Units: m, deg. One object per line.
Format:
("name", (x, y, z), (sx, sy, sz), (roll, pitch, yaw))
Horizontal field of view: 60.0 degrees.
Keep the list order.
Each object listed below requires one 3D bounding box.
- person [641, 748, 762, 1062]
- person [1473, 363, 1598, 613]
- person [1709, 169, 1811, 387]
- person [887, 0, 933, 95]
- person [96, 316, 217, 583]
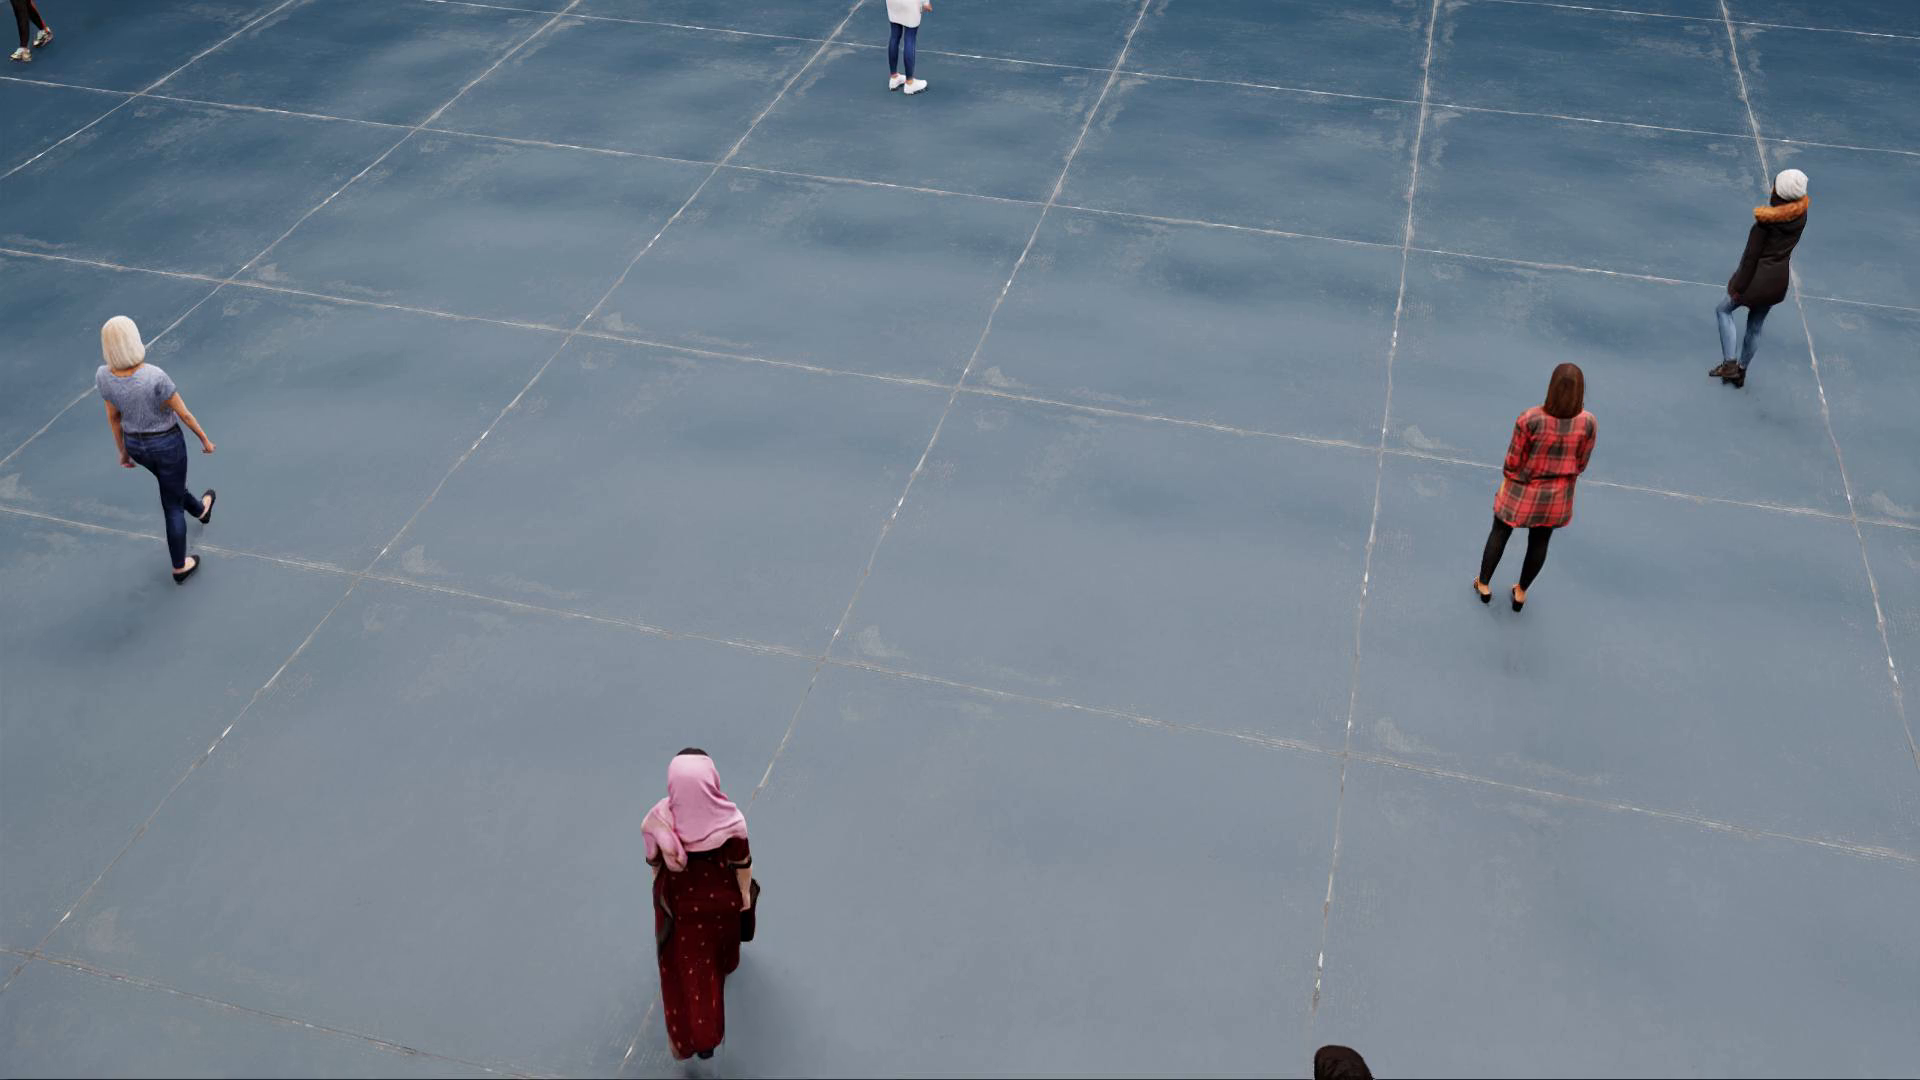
("person", (-1.133, 1.578, 7.237), (0.884, 1.606, 1.121), (-5, 38, -6))
("person", (3.325, -0.259, 9.510), (0.652, 1.698, 0.627), (5, 38, 7))
("person", (5.578, -1.766, 11.494), (0.723, 1.627, 0.757), (-11, 39, -14))
("person", (-0.533, -5.083, 15.614), (0.687, 1.775, 0.676), (27, 46, 30))
("person", (-4.775, -0.489, 9.810), (0.731, 1.690, 1.055), (3, 38, 4))
